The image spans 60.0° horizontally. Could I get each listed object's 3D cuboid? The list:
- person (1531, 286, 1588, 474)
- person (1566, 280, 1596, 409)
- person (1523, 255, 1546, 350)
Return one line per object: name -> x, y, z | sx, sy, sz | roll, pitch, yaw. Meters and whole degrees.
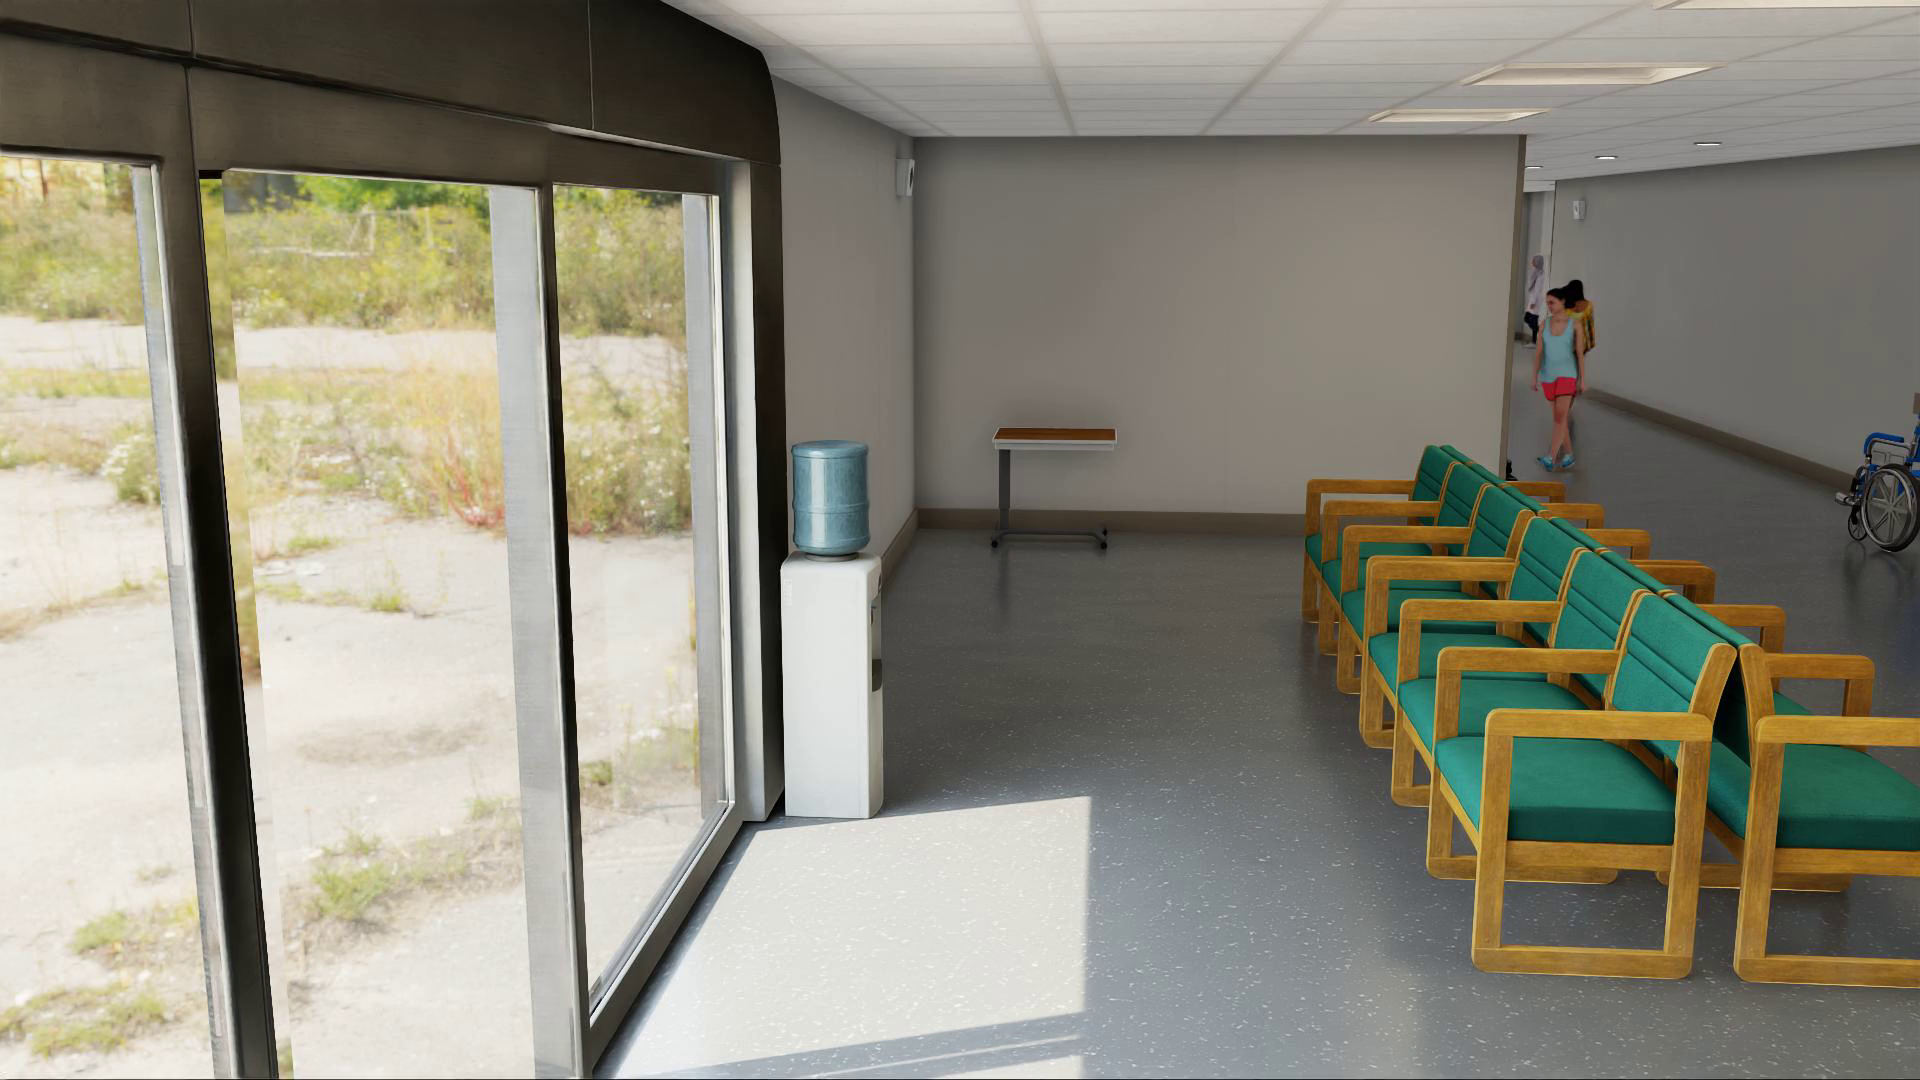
person -> 5.725, -1.499, 15.833 | 1.153, 1.725, 1.121 | 8, 14, 37
person -> 7.857, -2.488, 21.307 | 0.866, 1.628, 0.801 | 0, 11, -2
person -> 11.035, -4.527, 31.665 | 0.642, 1.771, 0.661 | 2, 11, 11
